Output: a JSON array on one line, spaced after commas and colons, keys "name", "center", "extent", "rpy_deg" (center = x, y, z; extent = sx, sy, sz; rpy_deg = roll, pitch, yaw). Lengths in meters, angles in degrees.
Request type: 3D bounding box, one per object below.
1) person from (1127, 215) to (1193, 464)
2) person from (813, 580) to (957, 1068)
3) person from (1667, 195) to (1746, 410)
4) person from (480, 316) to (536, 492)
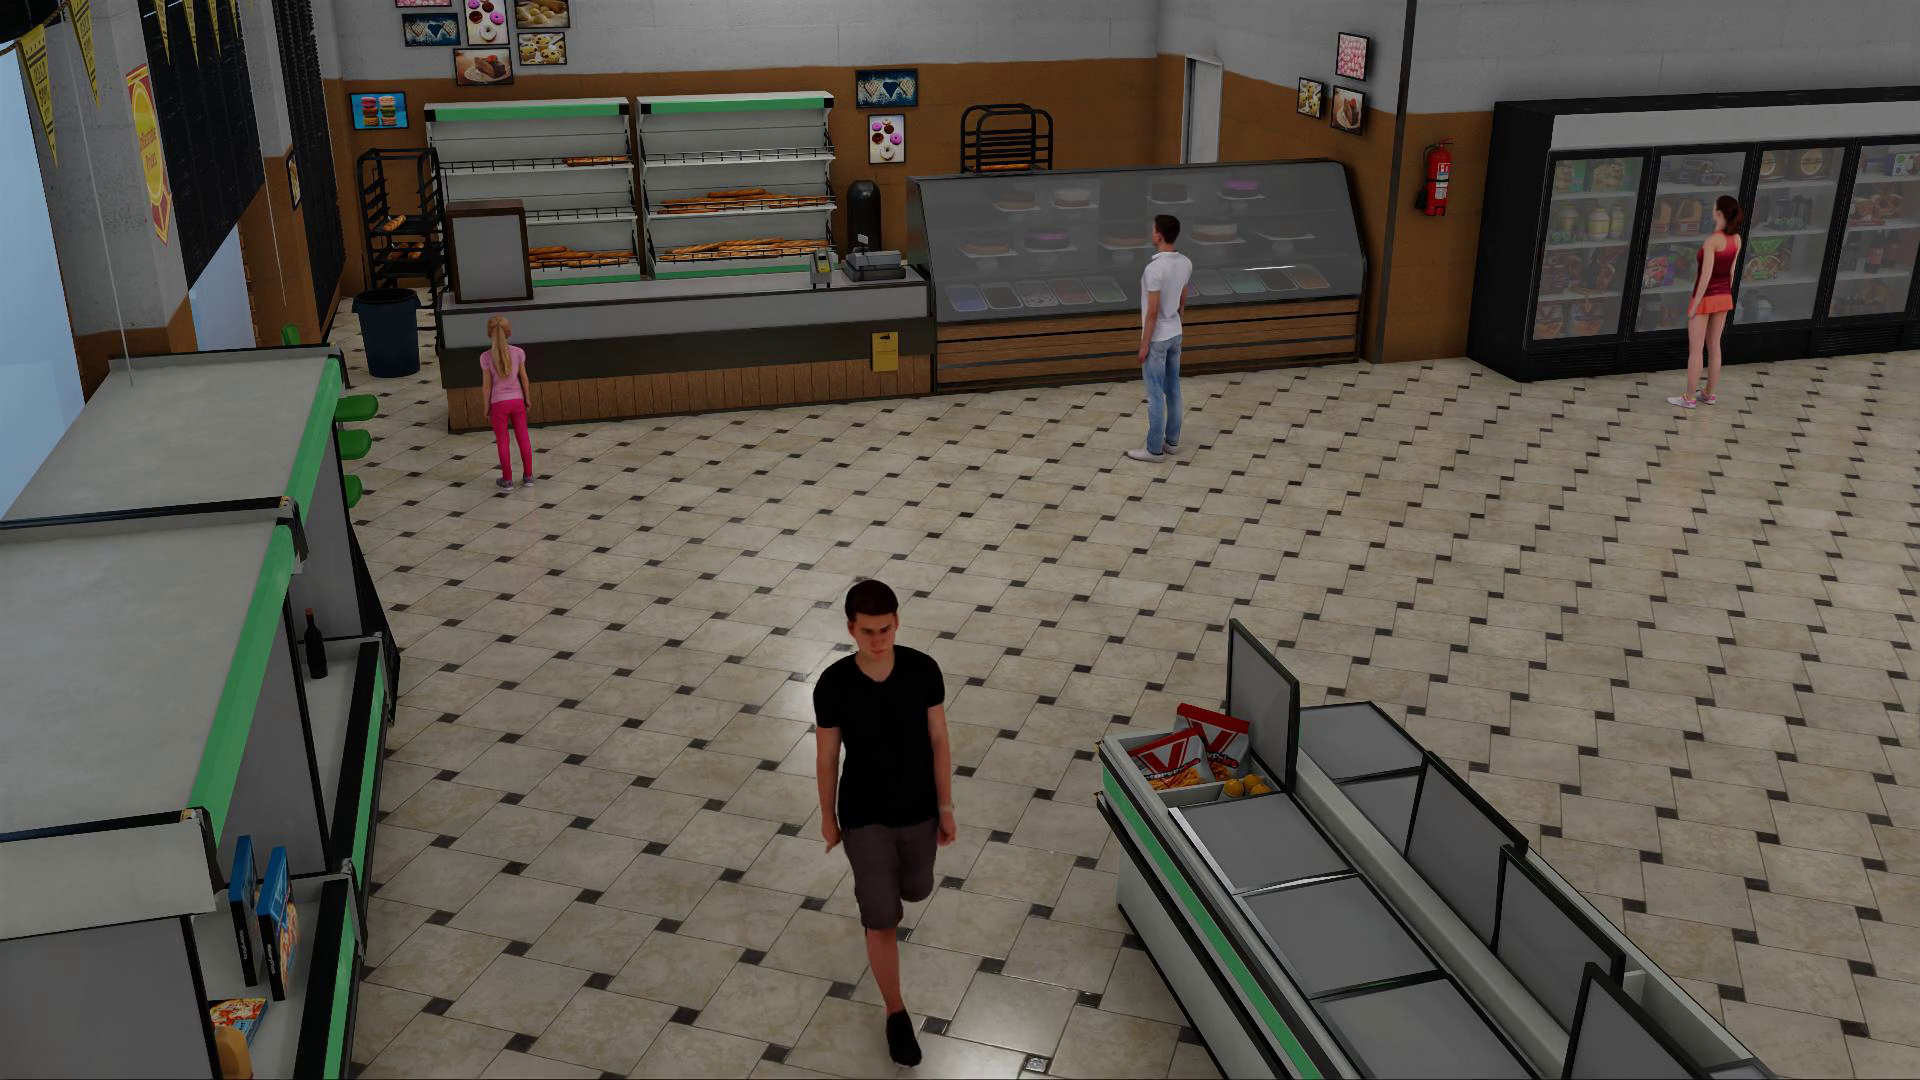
[{"name": "person", "center": [1.518, -1.505, 12.429], "extent": [0.744, 1.851, 0.722], "rpy_deg": [17, 27, 35]}, {"name": "person", "center": [-0.286, 0.977, 6.281], "extent": [0.732, 1.830, 1.195], "rpy_deg": [-8, 23, -18]}, {"name": "person", "center": [6.183, -1.964, 13.702], "extent": [0.611, 1.754, 0.618], "rpy_deg": [-11, 24, -25]}, {"name": "person", "center": [-3.248, -0.990, 11.925], "extent": [0.540, 1.271, 0.555], "rpy_deg": [-12, 25, -27]}]
